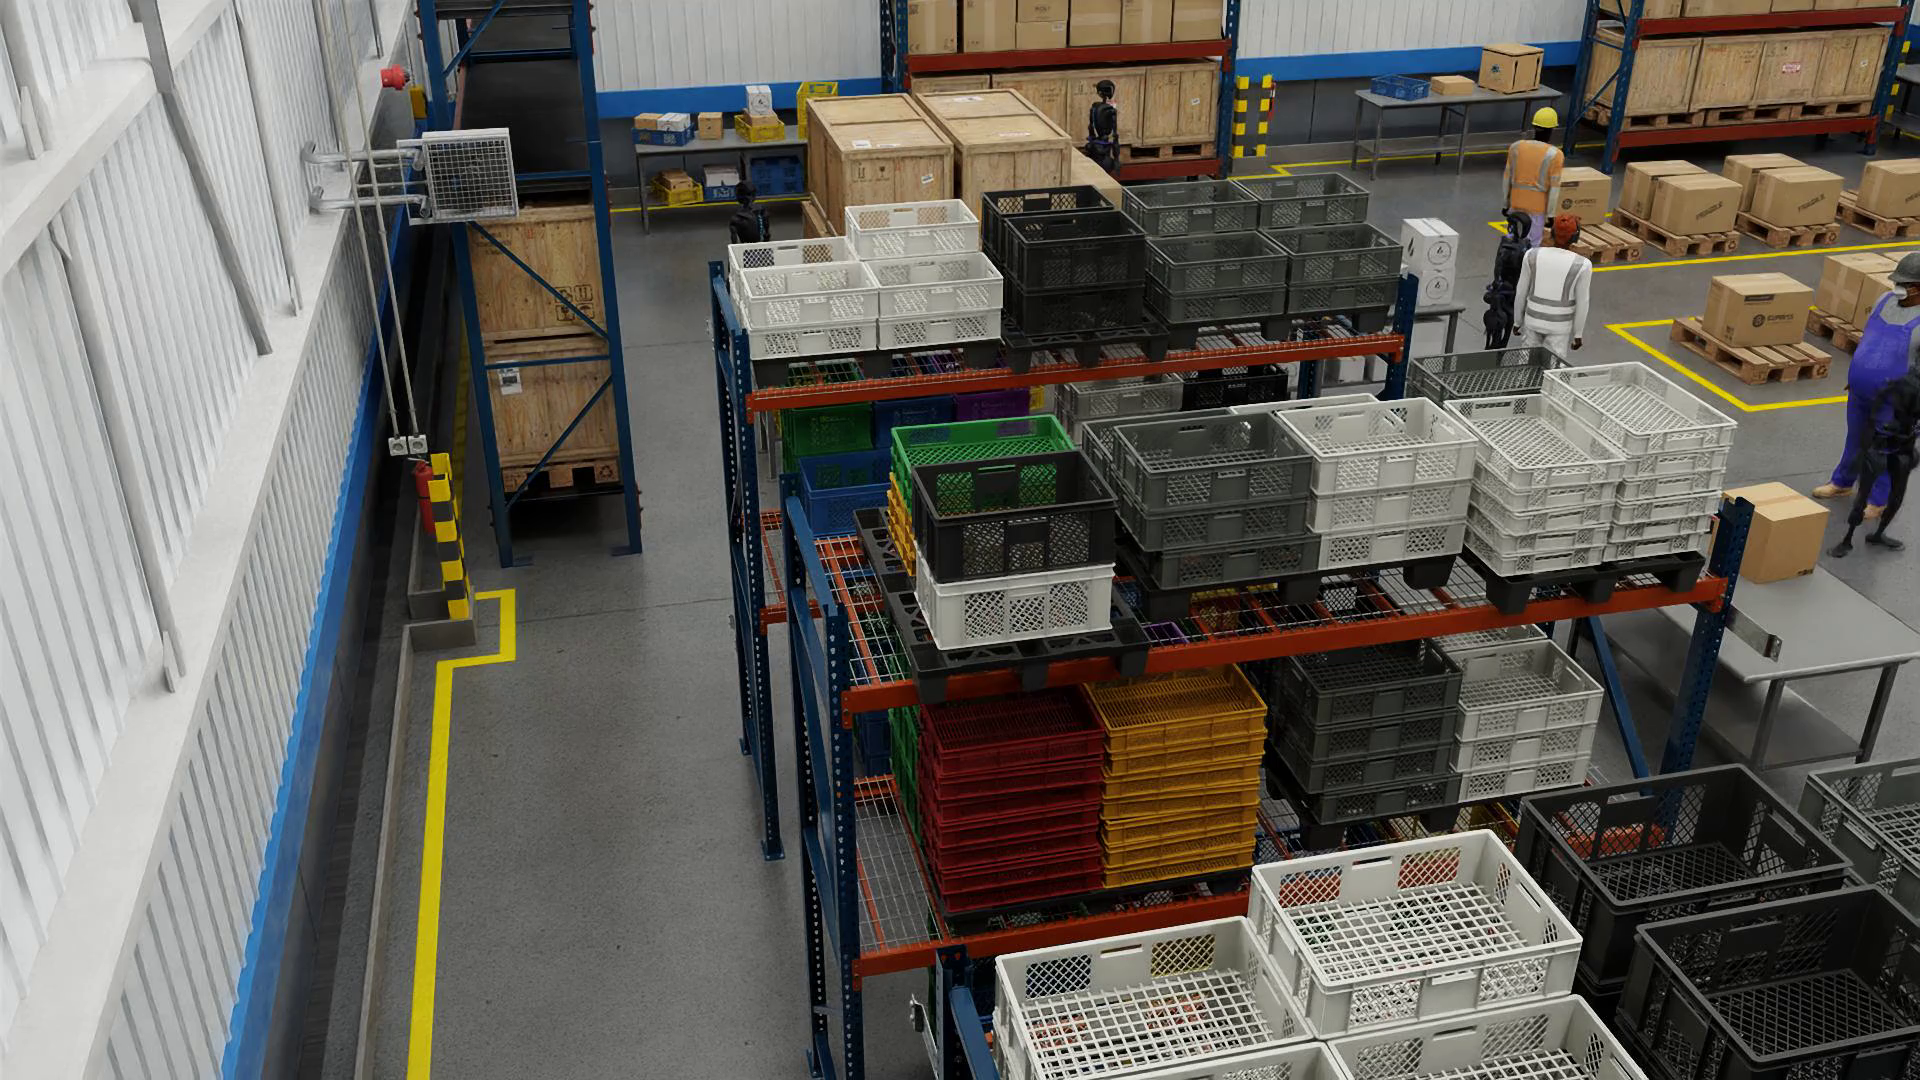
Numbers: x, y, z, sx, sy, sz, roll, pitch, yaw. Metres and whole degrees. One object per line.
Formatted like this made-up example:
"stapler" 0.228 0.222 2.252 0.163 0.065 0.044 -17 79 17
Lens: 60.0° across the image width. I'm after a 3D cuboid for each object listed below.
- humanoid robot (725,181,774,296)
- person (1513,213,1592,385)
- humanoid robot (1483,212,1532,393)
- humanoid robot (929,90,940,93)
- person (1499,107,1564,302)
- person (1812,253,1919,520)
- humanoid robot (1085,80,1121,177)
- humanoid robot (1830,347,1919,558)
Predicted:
"humanoid robot" -1.907 -2.466 15.199 0.327 1.658 0.601 16 32 28
"person" 4.826 -1.756 13.646 0.583 1.882 0.337 19 33 32
"humanoid robot" 4.715 -2.024 14.361 0.308 1.657 0.613 24 36 38
"humanoid robot" -0.236 -4.149 18.470 0.791 1.605 0.636 16 32 27
"person" 5.693 -3.351 16.626 0.384 1.927 0.587 -25 37 -39
"person" 6.836 -1.145 12.320 0.536 2.000 0.687 -9 29 -16
"humanoid robot" 1.614 -4.355 18.787 0.330 1.653 0.600 -14 31 -25
"humanoid robot" 6.605 -0.621 11.708 0.718 1.630 0.488 -4 28 -7
